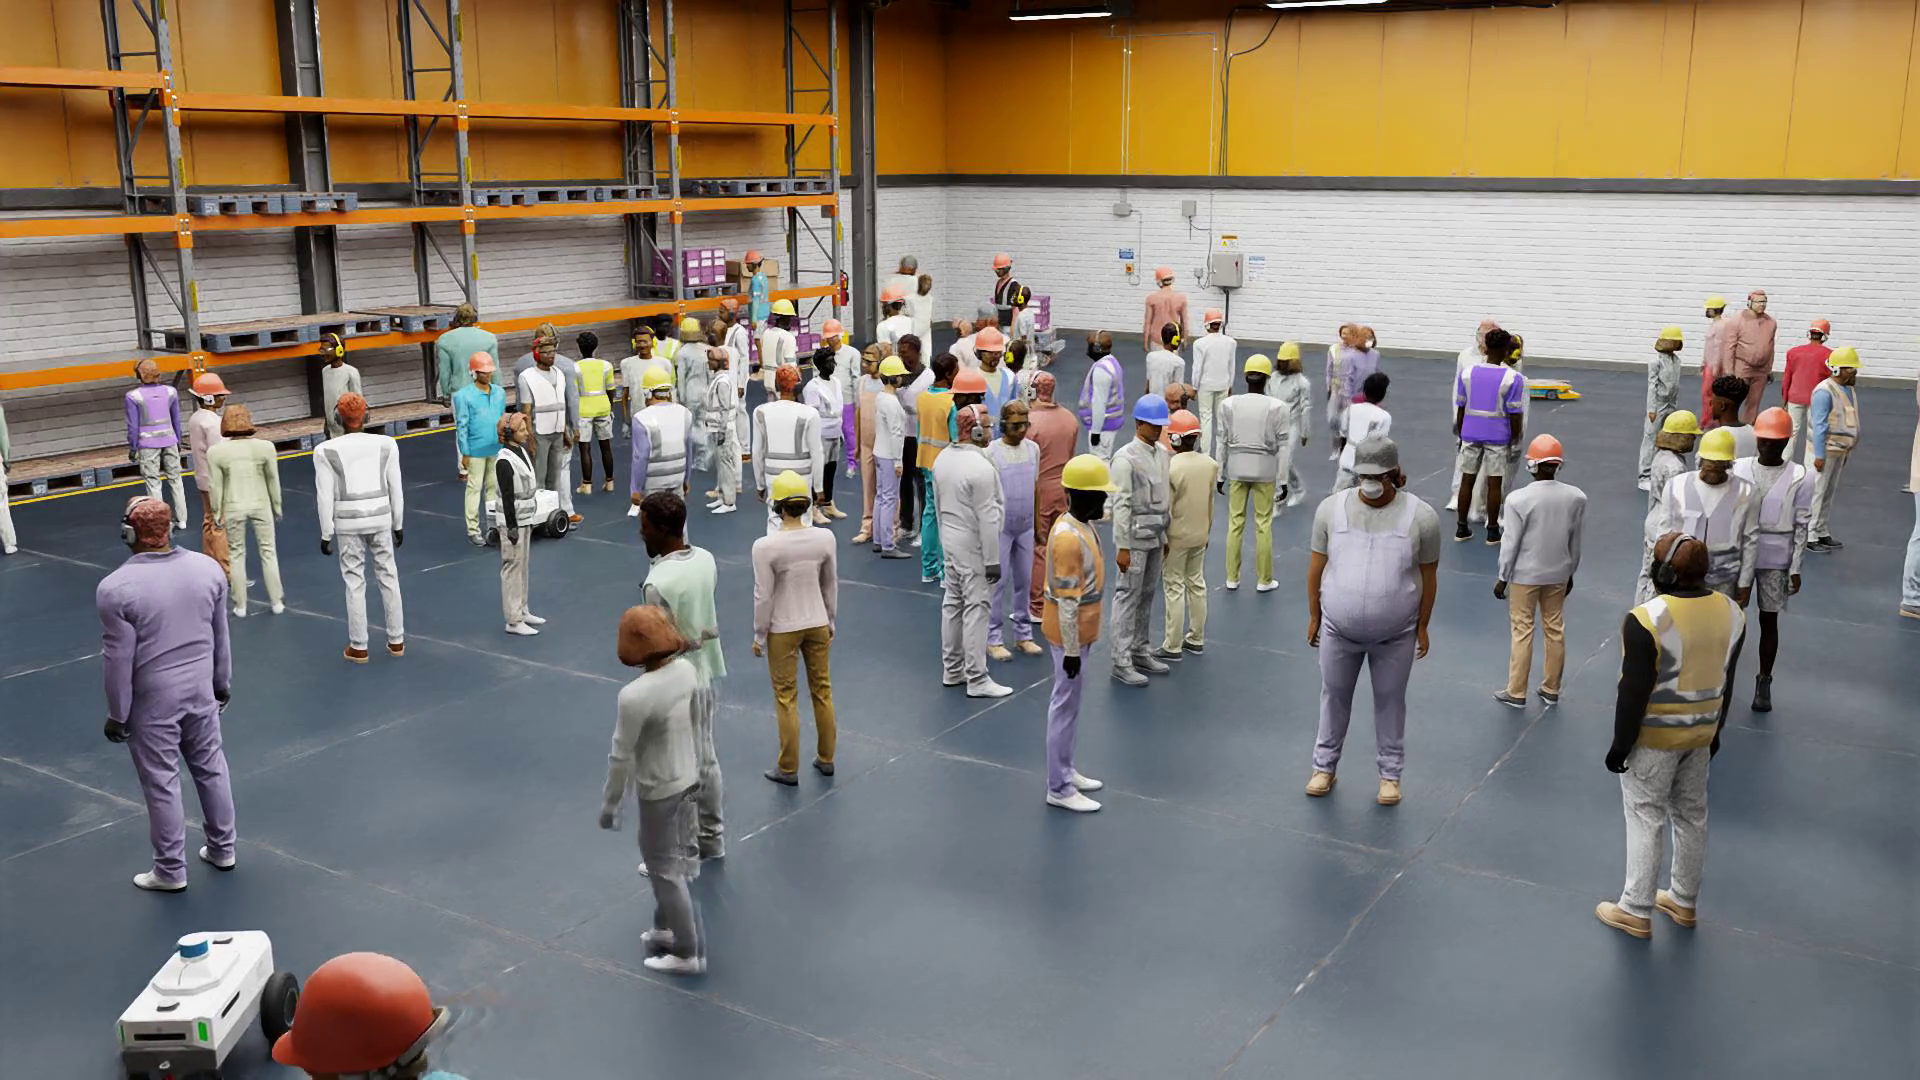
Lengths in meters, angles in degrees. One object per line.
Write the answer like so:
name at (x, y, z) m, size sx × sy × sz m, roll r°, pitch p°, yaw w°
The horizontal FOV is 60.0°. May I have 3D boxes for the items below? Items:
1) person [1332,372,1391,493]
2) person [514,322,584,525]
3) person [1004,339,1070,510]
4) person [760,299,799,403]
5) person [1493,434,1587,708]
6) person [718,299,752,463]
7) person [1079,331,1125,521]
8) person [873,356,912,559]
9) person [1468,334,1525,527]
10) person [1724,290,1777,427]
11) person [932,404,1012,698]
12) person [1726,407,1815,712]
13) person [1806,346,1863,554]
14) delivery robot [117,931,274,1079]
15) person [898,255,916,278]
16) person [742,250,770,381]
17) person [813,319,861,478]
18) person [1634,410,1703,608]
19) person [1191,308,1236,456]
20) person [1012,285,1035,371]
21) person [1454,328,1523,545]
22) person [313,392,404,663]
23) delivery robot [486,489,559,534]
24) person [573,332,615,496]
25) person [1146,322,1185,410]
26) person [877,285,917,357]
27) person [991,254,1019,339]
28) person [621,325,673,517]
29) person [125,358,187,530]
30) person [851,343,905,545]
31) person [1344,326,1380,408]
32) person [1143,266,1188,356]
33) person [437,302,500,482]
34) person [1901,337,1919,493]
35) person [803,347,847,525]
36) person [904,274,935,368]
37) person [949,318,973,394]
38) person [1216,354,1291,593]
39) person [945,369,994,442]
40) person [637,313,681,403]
person at (3.442, -0.638, 14.425) m, size 0.867 × 1.656 × 0.584 m, roll -9°, pitch 16°, yaw -33°
person at (-3.884, -1.086, 15.739) m, size 0.634 × 1.938 × 0.355 m, roll 4°, pitch 13°, yaw 15°
person at (0.612, -0.939, 15.353) m, size 0.832 × 1.833 × 0.504 m, roll 6°, pitch 14°, yaw 25°
person at (-1.981, -1.714, 18.511) m, size 0.398 × 1.920 × 0.586 m, roll -11°, pitch 17°, yaw -39°
person at (3.664, 0.197, 10.576) m, size 0.562 × 1.752 × 0.327 m, roll -3°, pitch 13°, yaw -12°
person at (-2.586, -1.812, 19.009) m, size 0.337 × 1.882 × 0.584 m, roll -7°, pitch 15°, yaw -26°
person at (1.361, -1.094, 16.019) m, size 0.430 × 1.834 × 0.642 m, roll 3°, pitch 13°, yaw 14°
person at (-0.593, -0.724, 14.543) m, size 0.321 × 1.770 × 0.533 m, roll -4°, pitch 14°, yaw -17°
person at (5.046, -1.016, 15.641) m, size 0.446 × 1.847 × 0.591 m, roll -9°, pitch 16°, yaw -33°
person at (9.483, -2.042, 19.957) m, size 0.643 × 1.909 × 0.410 m, roll -2°, pitch 13°, yaw -10°
person at (0.091, 0.067, 10.805) m, size 0.406 × 1.911 × 0.636 m, roll -7°, pitch 15°, yaw -29°
person at (5.041, 0.120, 10.506) m, size 0.543 × 1.941 × 0.357 m, roll 9°, pitch 16°, yaw 34°
person at (7.732, -0.804, 14.746) m, size 0.590 × 1.835 × 0.404 m, roll -11°, pitch 17°, yaw -40°
delivery robot at (-2.892, 1.737, 6.321) m, size 0.477 × 0.478 × 0.707 m, roll -1°, pitch 13°, yaw -3°
person at (-0.940, -4.168, 29.512) m, size 0.340 × 1.761 × 0.524 m, roll -7°, pitch 15°, yaw -28°
person at (-3.184, -3.499, 26.010) m, size 0.399 × 2.035 × 0.600 m, roll 1°, pitch 13°, yaw 4°
person at (-1.357, -1.551, 18.202) m, size 0.574 × 1.737 × 0.354 m, roll 4°, pitch 14°, yaw 17°
person at (4.963, -0.046, 11.657) m, size 0.320 × 1.742 × 0.492 m, roll 2°, pitch 13°, yaw 8°
person at (2.905, -1.794, 19.216) m, size 0.564 × 1.751 × 0.342 m, roll -5°, pitch 14°, yaw -22°
person at (0.784, -2.291, 21.117) m, size 0.328 × 1.873 × 0.520 m, roll 3°, pitch 13°, yaw 13°
person at (4.762, -0.930, 15.024) m, size 0.603 × 1.960 × 0.371 m, roll 9°, pitch 16°, yaw 36°
person at (-4.139, -0.084, 11.516) m, size 0.575 × 1.883 × 0.362 m, roll -8°, pitch 15°, yaw -32°
delivery robot at (-3.981, -0.295, 15.134) m, size 0.477 × 0.478 × 0.707 m, roll 6°, pitch 14°, yaw 24°
person at (-3.822, -1.306, 17.225) m, size 0.540 × 1.695 × 0.317 m, roll -9°, pitch 16°, yaw -35°
person at (2.055, -1.249, 16.645) m, size 0.334 × 1.856 × 0.527 m, roll -11°, pitch 17°, yaw -40°
person at (-0.753, -1.853, 18.837) m, size 0.378 × 2.045 × 0.605 m, roll 10°, pitch 16°, yaw 37°
person at (0.661, -3.265, 24.989) m, size 0.403 × 2.033 × 0.606 m, roll -6°, pitch 14°, yaw -25°
person at (-3.036, -1.158, 16.203) m, size 0.521 × 1.873 × 0.335 m, roll -2°, pitch 13°, yaw -7°
person at (-7.459, -0.866, 15.439) m, size 0.309 × 1.641 × 0.511 m, roll 9°, pitch 16°, yaw 34°
person at (-0.727, -0.846, 14.913) m, size 0.505 × 1.842 × 0.347 m, roll 7°, pitch 15°, yaw 28°
person at (4.517, -1.565, 18.532) m, size 0.524 × 1.610 × 0.645 m, roll -6°, pitch 14°, yaw -25°
person at (2.857, -2.790, 23.052) m, size 0.648 × 1.981 × 0.562 m, roll -3°, pitch 13°, yaw -13°
person at (-5.270, -1.589, 17.919) m, size 0.636 × 1.938 × 0.358 m, roll -4°, pitch 14°, yaw -17°
person at (10.063, -1.361, 17.327) m, size 0.340 × 1.760 × 0.526 m, roll 8°, pitch 15°, yaw 31°
person at (-1.281, -1.001, 15.901) m, size 0.315 × 1.696 × 0.540 m, roll 7°, pitch 15°, yaw 27°
person at (-0.641, -3.014, 24.430) m, size 0.516 × 1.801 × 0.932 m, roll -7°, pitch 15°, yaw -26°
person at (0.041, -1.736, 19.212) m, size 0.309 × 1.641 × 0.513 m, roll 9°, pitch 16°, yaw 35°
person at (2.356, -0.532, 13.385) m, size 0.593 × 1.914 × 0.388 m, roll 5°, pitch 14°, yaw 21°
person at (0.075, -0.306, 12.360) m, size 0.362 × 1.938 × 0.545 m, roll -1°, pitch 13°, yaw -5°
person at (-3.539, -1.832, 19.535) m, size 0.591 × 1.679 × 0.393 m, roll -5°, pitch 14°, yaw -20°
